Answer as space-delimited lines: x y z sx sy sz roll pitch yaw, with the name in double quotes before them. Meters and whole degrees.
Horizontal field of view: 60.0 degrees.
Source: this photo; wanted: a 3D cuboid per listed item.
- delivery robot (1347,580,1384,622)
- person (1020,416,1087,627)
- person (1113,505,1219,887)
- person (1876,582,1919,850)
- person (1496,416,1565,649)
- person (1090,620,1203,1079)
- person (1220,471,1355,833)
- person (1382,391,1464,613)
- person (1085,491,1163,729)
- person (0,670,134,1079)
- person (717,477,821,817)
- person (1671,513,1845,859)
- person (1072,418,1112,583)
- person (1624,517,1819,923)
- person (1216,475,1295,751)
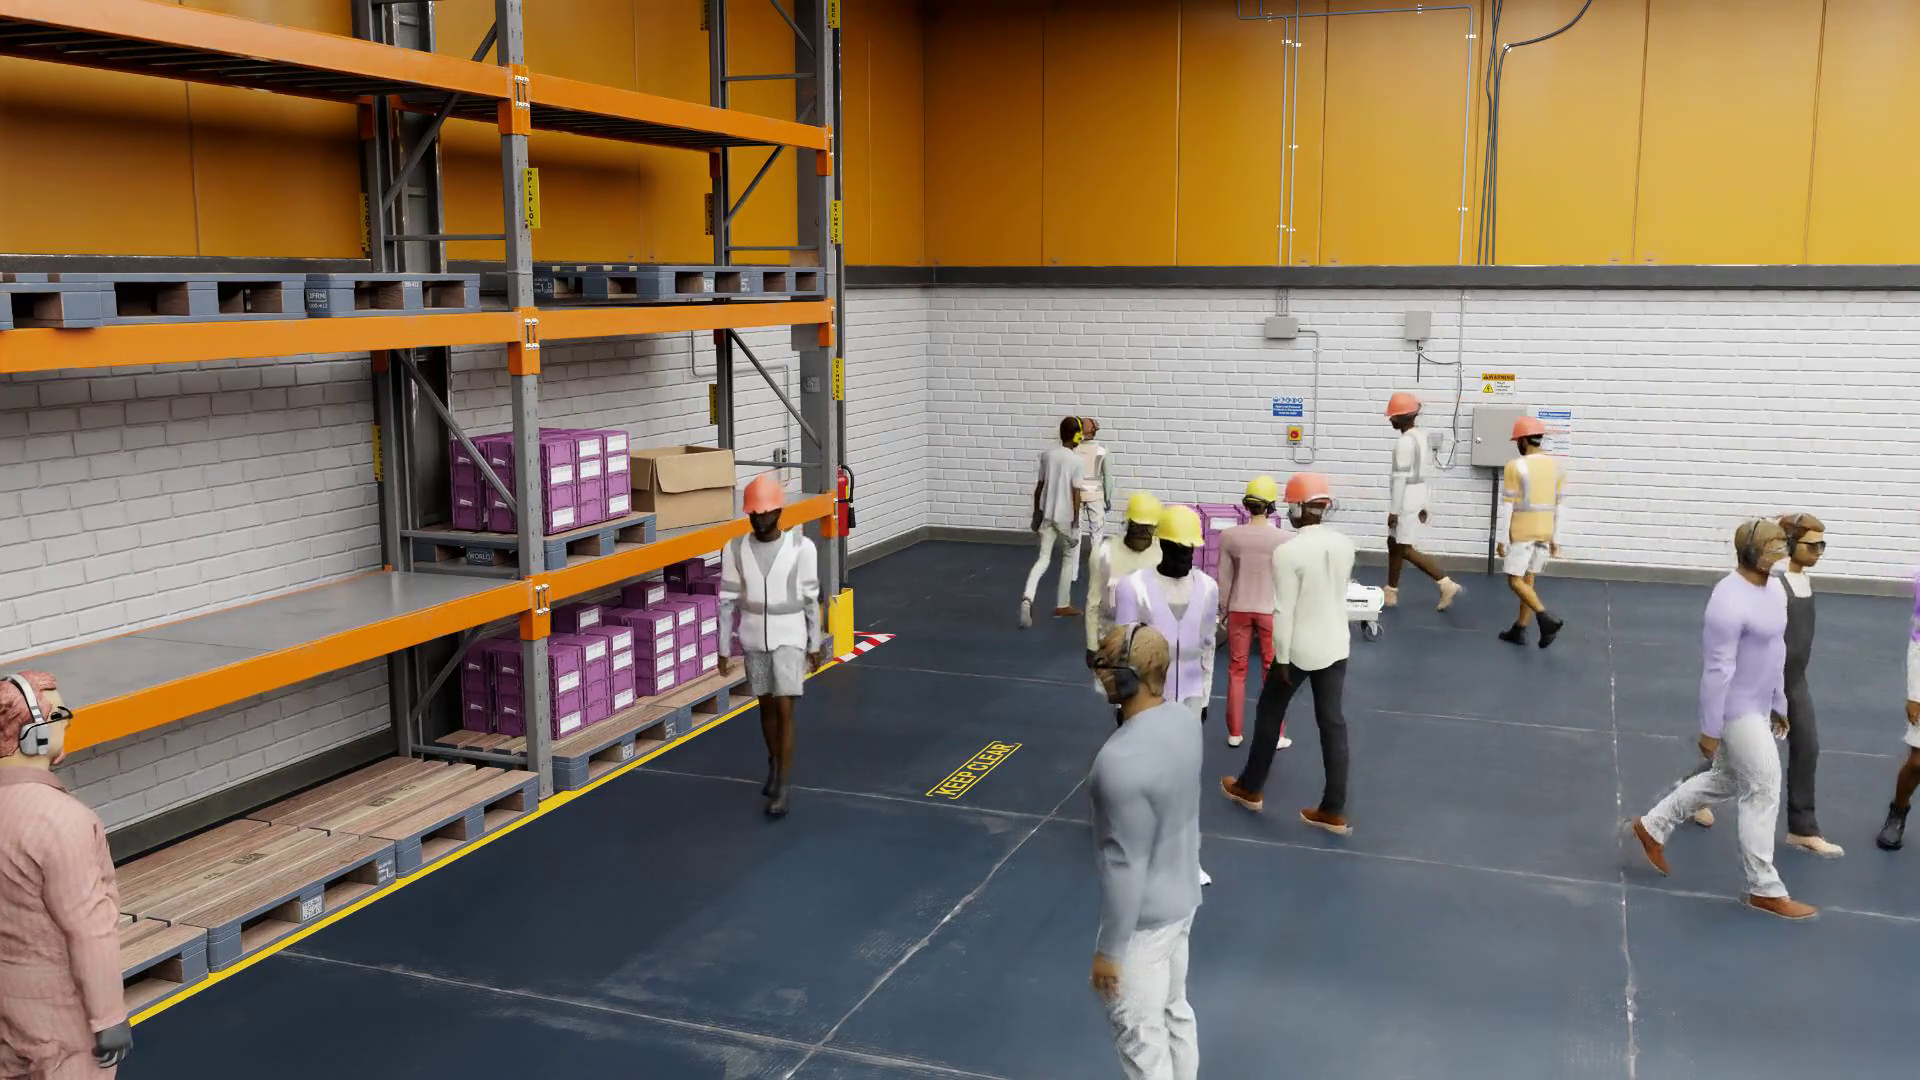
"delivery robot" 3.174 0.504 13.911 0.707 0.478 0.477 1 9 6
"person" 0.801 -0.170 14.476 0.572 1.826 0.870 7 12 39
"person" 1.021 0.745 8.495 0.597 1.900 0.806 -3 9 -17
"person" 5.123 0.747 8.494 0.552 1.894 0.593 2 9 15
"person" 4.662 -0.041 13.436 0.567 1.903 0.728 -3 10 -19
"person" 0.596 1.215 5.408 0.358 1.936 0.635 4 10 25
"person" 1.857 0.592 9.258 0.619 1.953 0.938 -5 11 -30
"person" 4.094 -0.332 14.915 0.868 2.016 0.615 4 10 25
"person" 1.055 0.570 9.942 0.590 1.782 0.862 2 9 13
"person" -2.655 1.319 4.853 0.643 1.909 0.410 4 10 25
"person" -1.102 0.595 9.418 0.568 1.894 0.903 1 9 9
"person" 4.274 0.735 8.831 0.496 1.813 0.841 -6 11 -35
"person" 1.242 -0.386 16.407 0.516 1.636 0.314 2 9 15
"person" 3.694 0.815 8.030 0.907 1.914 0.627 8 12 41
"person" 1.899 0.468 10.636 0.525 1.769 0.327 4 10 26
